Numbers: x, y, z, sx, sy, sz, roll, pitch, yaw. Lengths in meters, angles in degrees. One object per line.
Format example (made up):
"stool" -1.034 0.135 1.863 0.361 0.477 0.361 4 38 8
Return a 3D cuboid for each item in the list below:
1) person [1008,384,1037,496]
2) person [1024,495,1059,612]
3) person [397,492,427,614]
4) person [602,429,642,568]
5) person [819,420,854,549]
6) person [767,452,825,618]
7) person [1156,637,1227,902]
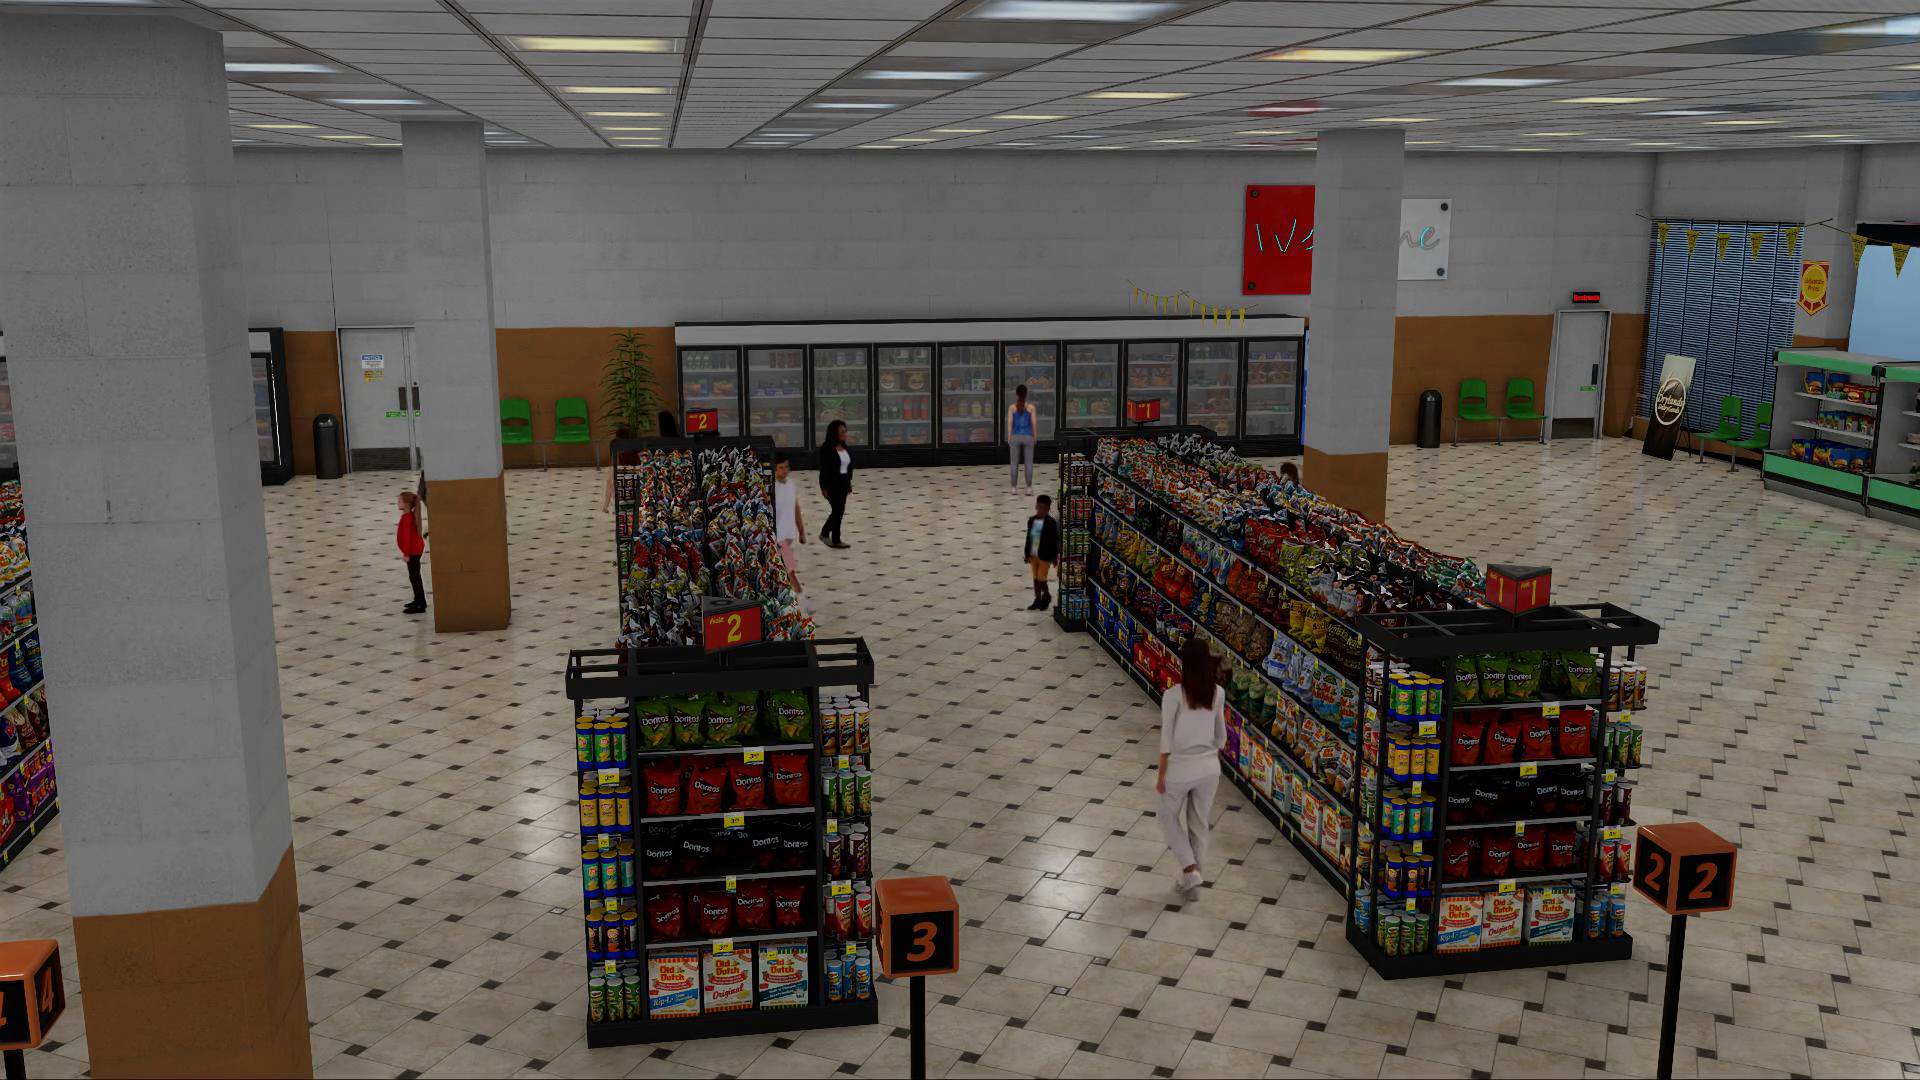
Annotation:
"person" 0.896 -1.459 24.185 0.617 1.609 0.615 1 12 4
"person" 0.900 0.132 17.485 0.644 1.257 0.714 11 16 41
"person" -5.762 0.120 17.483 0.545 1.281 0.420 -3 12 -12
"person" -3.717 -0.388 18.865 0.973 1.706 0.898 9 15 36
"person" -1.602 -0.674 20.466 0.856 1.605 0.773 6 13 26
"person" -1.927 -0.033 17.147 1.137 1.719 1.146 6 13 25
"person" 1.451 1.441 10.242 0.668 1.681 0.700 -4 13 -20
